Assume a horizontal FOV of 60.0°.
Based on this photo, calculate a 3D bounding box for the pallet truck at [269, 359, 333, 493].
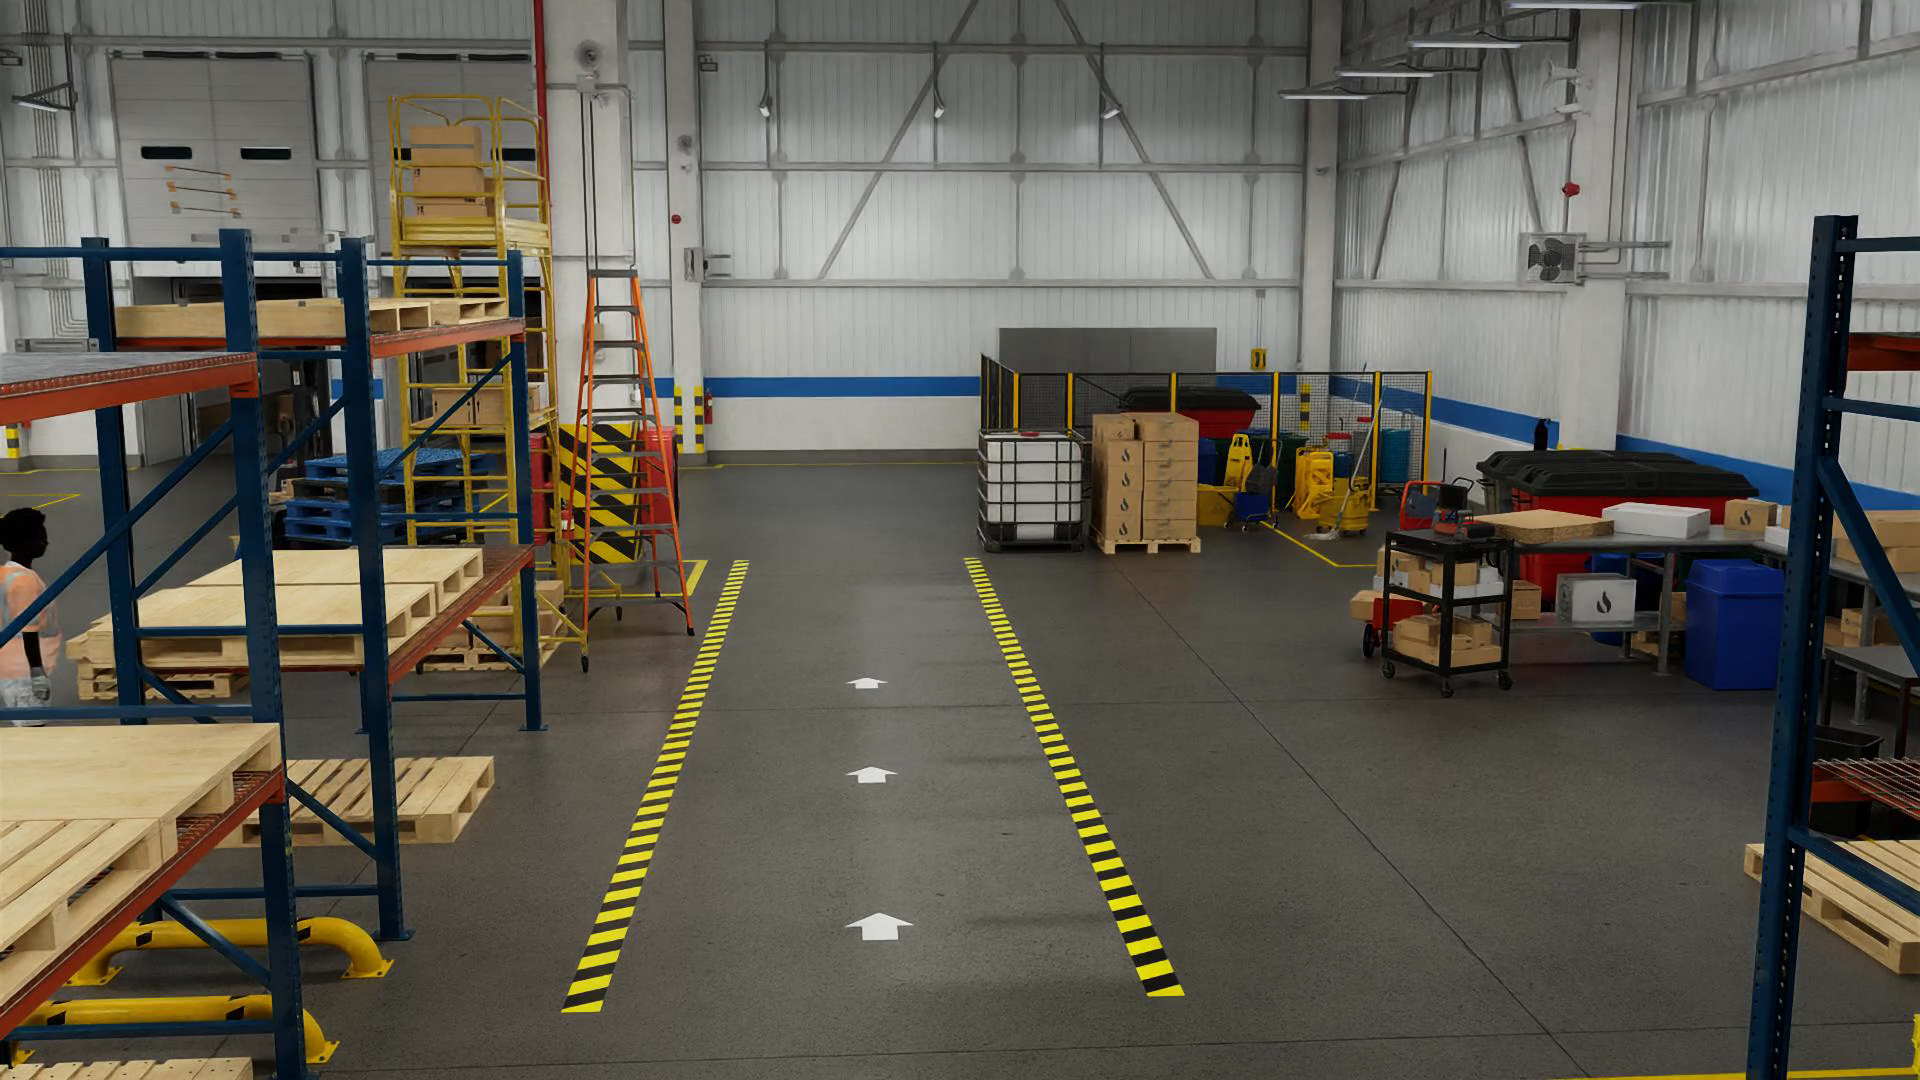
[{"bbox_3d":[-7.062,-1.131,18.996,1.885,1.965,0.823,2,9,13],"label":"pallet truck"}]

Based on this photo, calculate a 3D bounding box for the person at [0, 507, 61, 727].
[{"bbox_3d":[-4.843,0.672,8.649,0.321,1.689,0.529,-6,11,-32],"label":"person"}]
